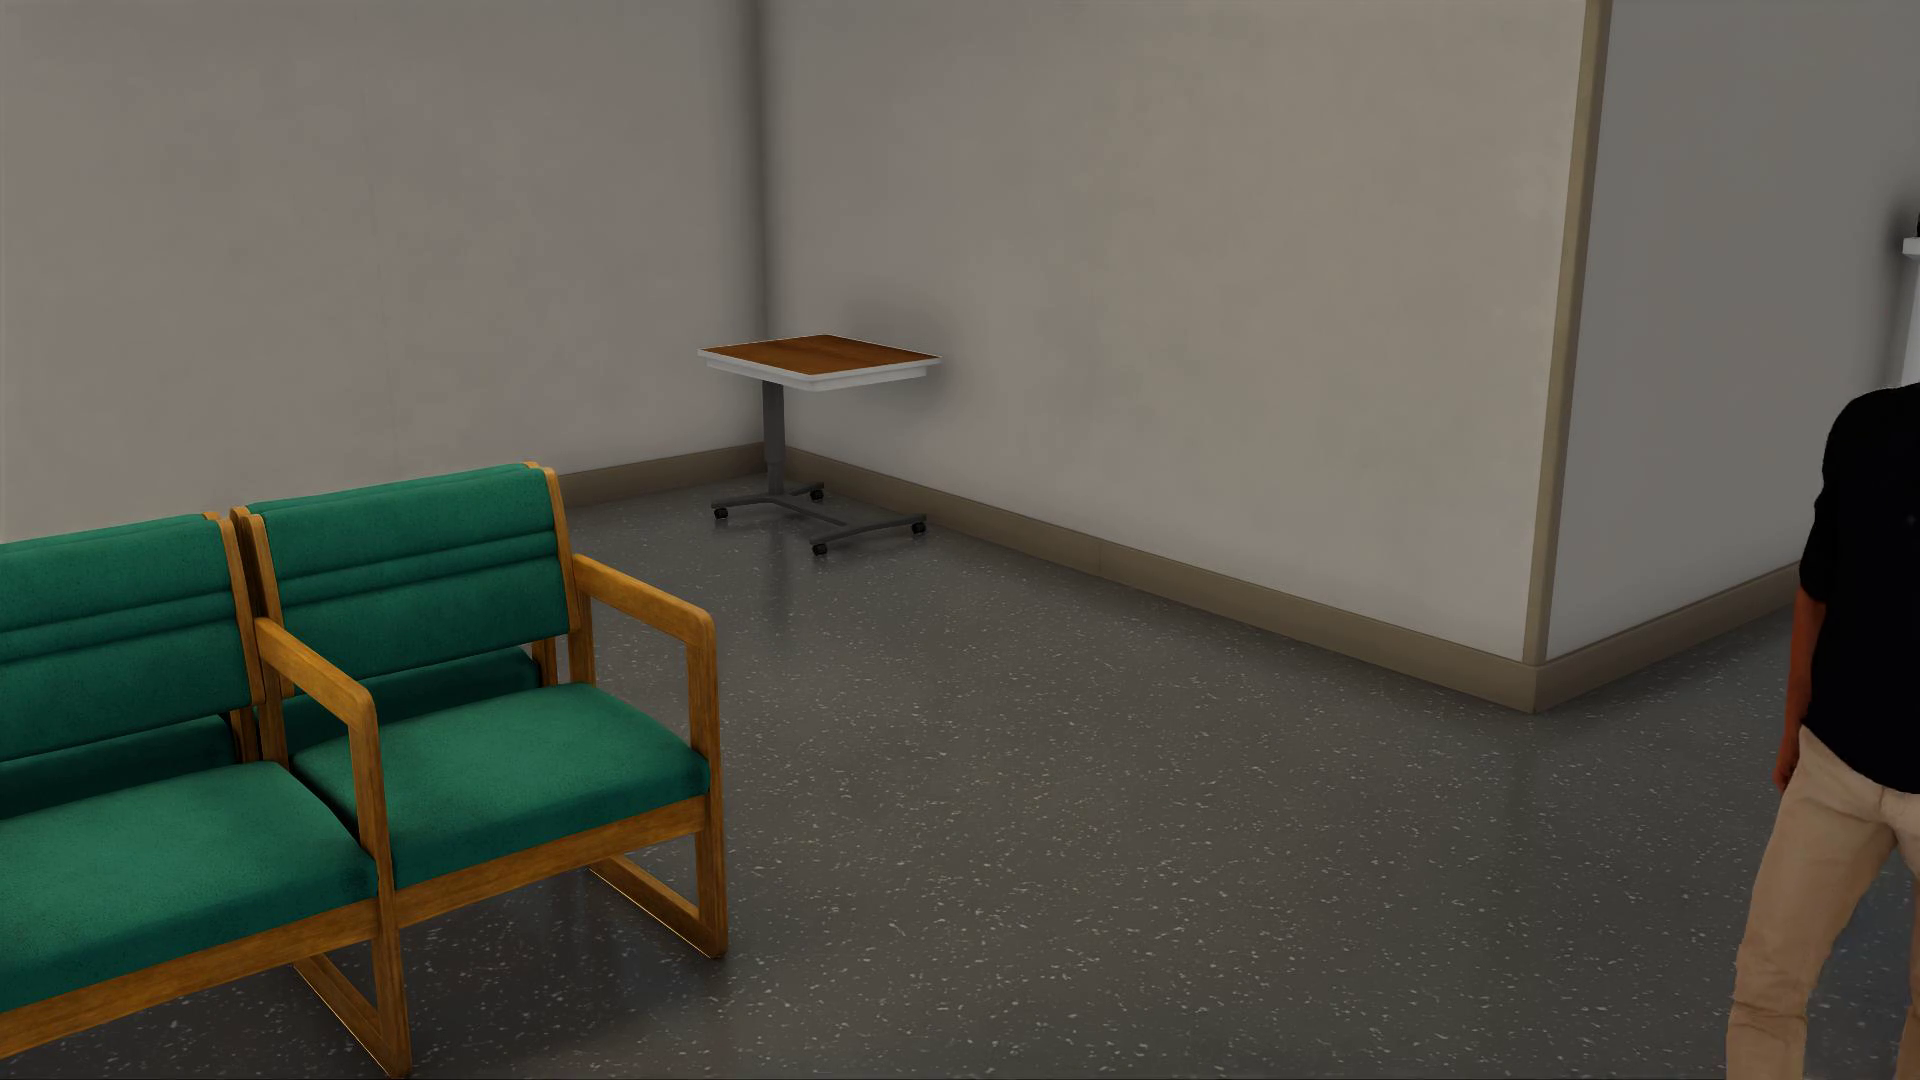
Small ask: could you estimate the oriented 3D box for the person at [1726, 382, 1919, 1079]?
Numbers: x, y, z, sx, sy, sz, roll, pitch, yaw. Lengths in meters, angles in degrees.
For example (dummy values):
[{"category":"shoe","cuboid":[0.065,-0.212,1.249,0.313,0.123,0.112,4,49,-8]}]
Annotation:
[{"category":"person","cuboid":[1.644,0.374,2.782,0.725,1.835,0.806,-13,20,-38]}]
